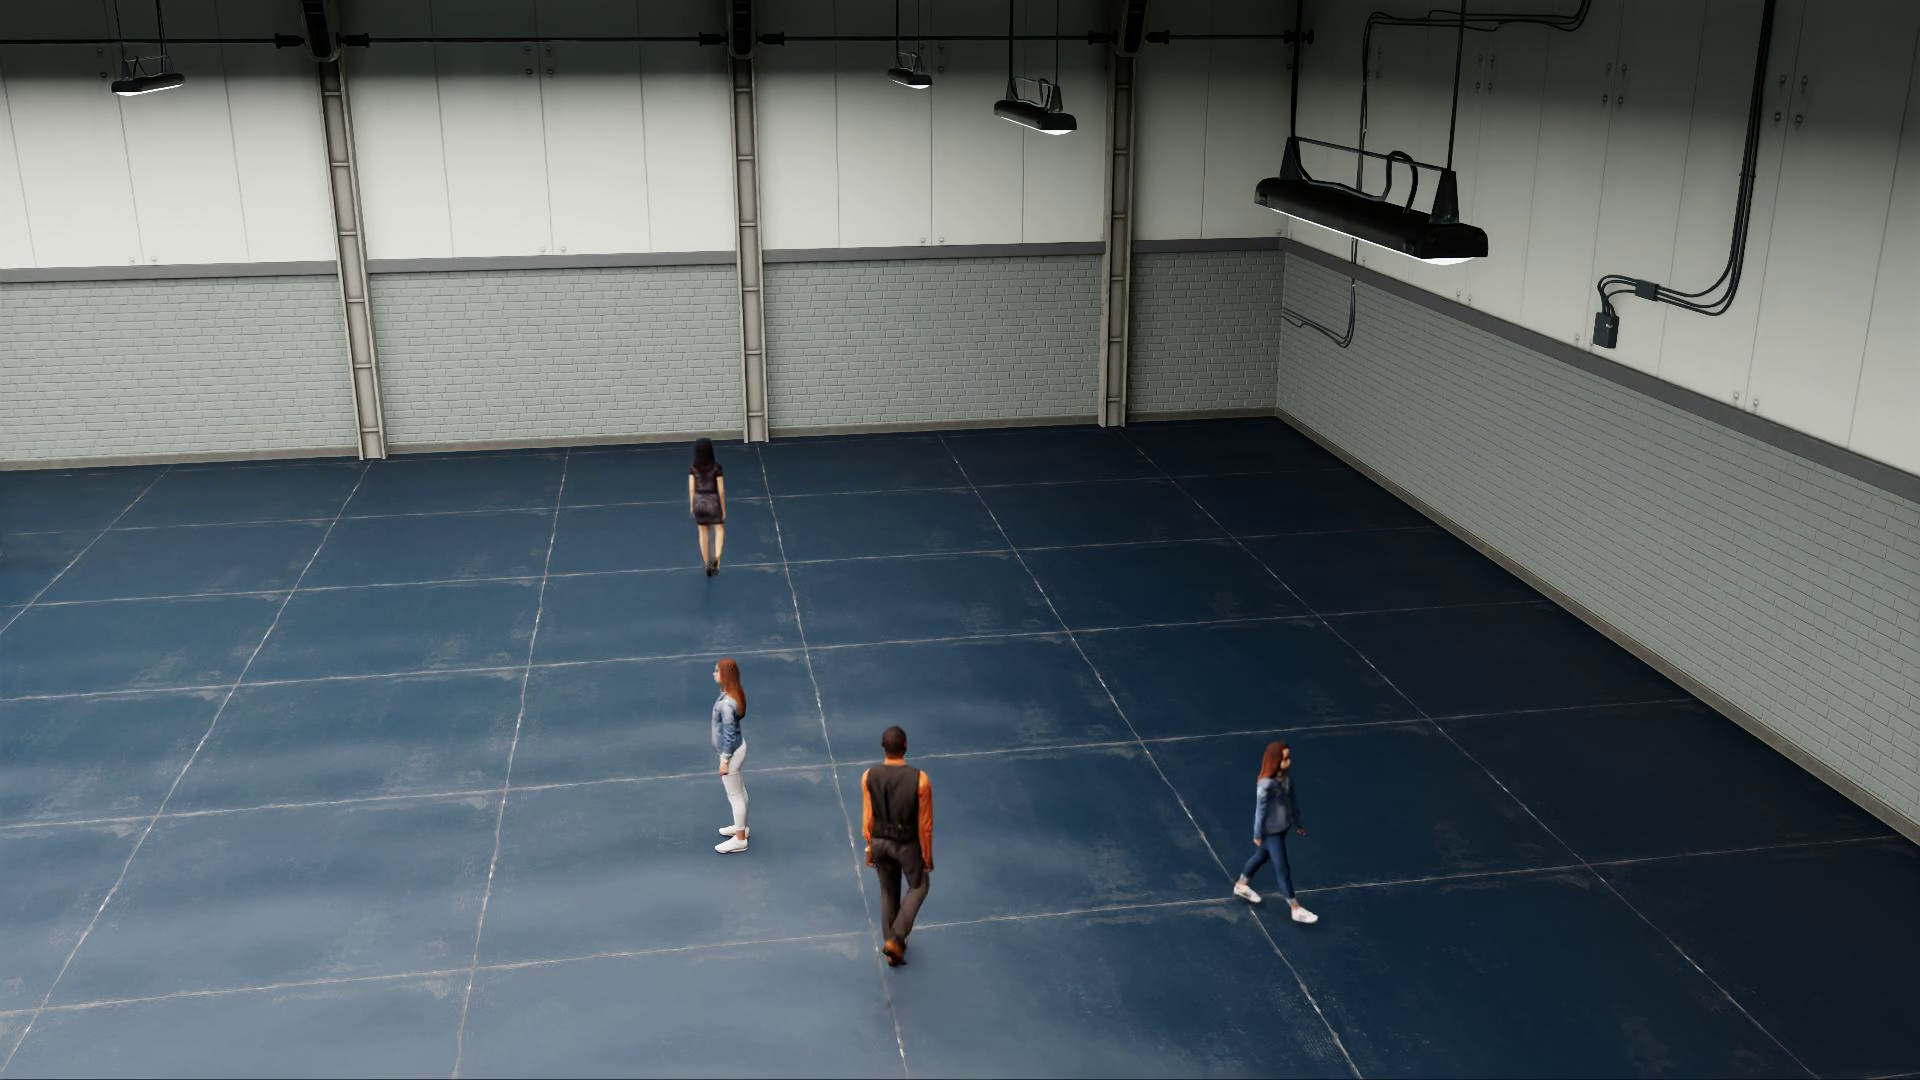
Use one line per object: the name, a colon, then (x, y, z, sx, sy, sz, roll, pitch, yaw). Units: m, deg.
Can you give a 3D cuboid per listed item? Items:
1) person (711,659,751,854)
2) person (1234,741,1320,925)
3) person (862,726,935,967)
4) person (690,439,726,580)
person: (-1.907, 1.788, 13.958, 0.557, 1.703, 0.647, 0, 18, -1)
person: (2.393, 2.243, 12.985, 1.028, 1.438, 0.995, 14, 23, 37)
person: (-0.480, 2.291, 12.101, 0.930, 1.895, 0.950, 5, 19, 15)
person: (-3.117, -0.349, 20.395, 0.608, 1.781, 0.715, 0, 18, 1)
